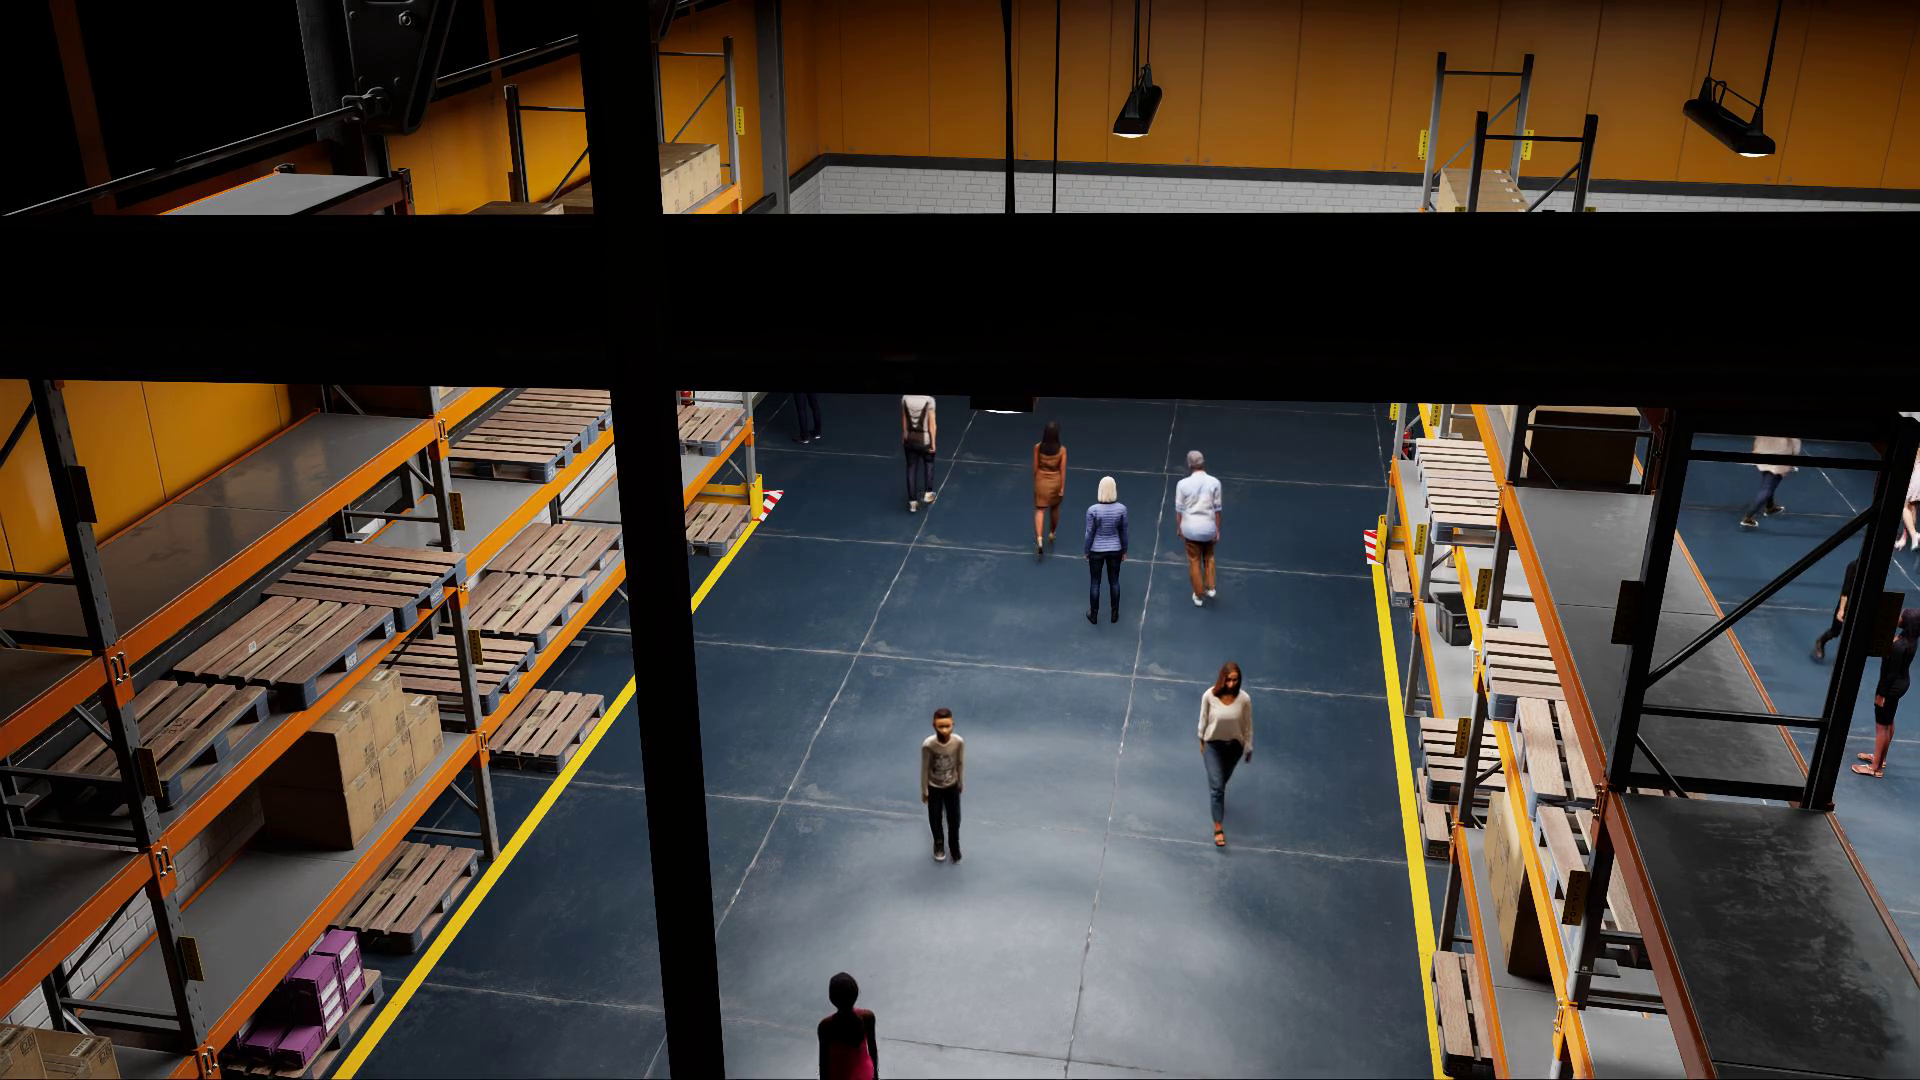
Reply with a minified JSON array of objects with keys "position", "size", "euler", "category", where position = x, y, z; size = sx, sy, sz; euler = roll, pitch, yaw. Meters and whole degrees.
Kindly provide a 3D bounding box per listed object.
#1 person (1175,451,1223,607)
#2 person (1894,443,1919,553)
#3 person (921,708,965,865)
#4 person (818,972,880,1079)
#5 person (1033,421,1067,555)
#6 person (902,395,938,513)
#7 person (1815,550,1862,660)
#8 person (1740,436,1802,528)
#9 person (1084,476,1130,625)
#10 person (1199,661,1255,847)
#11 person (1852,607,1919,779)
[{"position":[2.722,-0.096,18.910],"size":[0.757,1.798,0.720],"euler":[1,24,3],"category":"person"},{"position":[11.646,-0.614,20.151],"size":[0.626,1.754,0.869],"euler":[2,24,5],"category":"person"},{"position":[-0.167,2.078,14.371],"size":[0.620,1.451,0.639],"euler":[-3,24,-8],"category":"person"},{"position":[-0.677,3.563,10.679],"size":[0.821,1.688,1.177],"euler":[-4,24,-9],"category":"person"},{"position":[1.059,-0.614,20.265],"size":[0.604,1.662,1.032],"euler":[2,24,6],"category":"person"},{"position":[-0.555,-1.255,21.471],"size":[0.660,1.871,0.808],"euler":[4,24,9],"category":"person"},{"position":[9.286,0.684,17.352],"size":[0.605,1.618,1.055],"euler":[2,24,5],"category":"person"},{"position":[10.207,-1.026,20.982],"size":[1.199,1.843,1.232],"euler":[-11,26,-24],"category":"person"},{"position":[1.621,0.108,18.512],"size":[0.709,1.745,0.646],"euler":[-3,24,-6],"category":"person"},{"position":[2.341,1.797,14.782],"size":[0.709,1.636,1.130],"euler":[1,24,3],"category":"person"},{"position":[8.720,1.402,15.581],"size":[0.745,1.721,0.614],"euler":[18,29,35],"category":"person"}]
